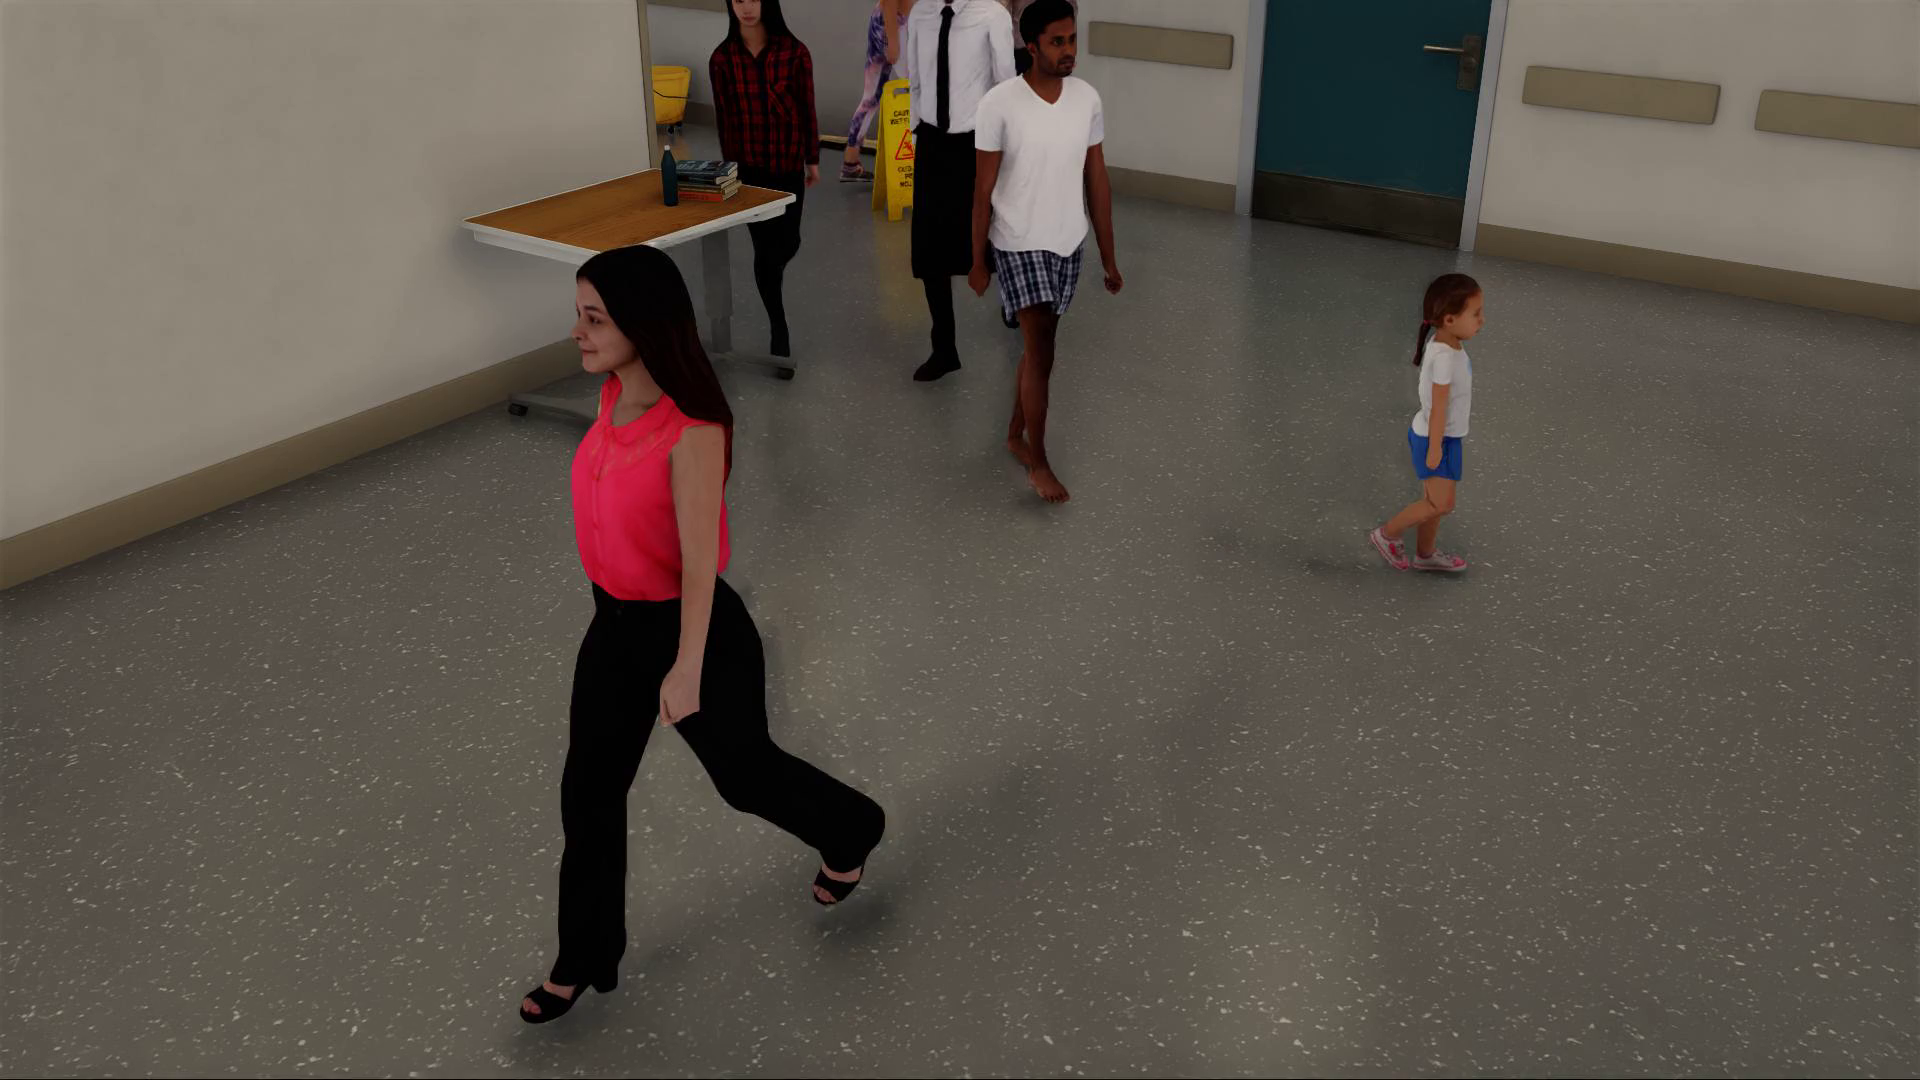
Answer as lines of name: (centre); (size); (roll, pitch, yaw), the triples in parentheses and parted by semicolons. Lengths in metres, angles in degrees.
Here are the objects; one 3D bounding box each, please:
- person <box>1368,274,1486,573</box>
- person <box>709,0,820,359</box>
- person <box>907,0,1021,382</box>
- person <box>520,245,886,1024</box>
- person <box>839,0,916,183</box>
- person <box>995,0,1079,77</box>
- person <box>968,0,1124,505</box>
person: (1.486, -0.359, 5.296); (0.595, 1.015, 0.509); (7, 27, 14)
person: (-0.844, -1.631, 7.227); (0.978, 1.629, 1.045); (-5, 26, -9)
person: (0.046, -1.619, 7.002); (1.150, 1.803, 0.867); (12, 28, 23)
person: (-0.513, 0.219, 3.407); (0.777, 1.616, 1.093); (-23, 34, -39)
person: (-0.485, -2.917, 9.774); (1.041, 1.734, 1.022); (-9, 27, -19)
person: (0.477, -2.686, 9.241); (0.787, 1.781, 0.998); (-18, 31, -33)
person: (0.238, -1.053, 5.938); (0.810, 1.709, 0.925); (-16, 30, -30)
